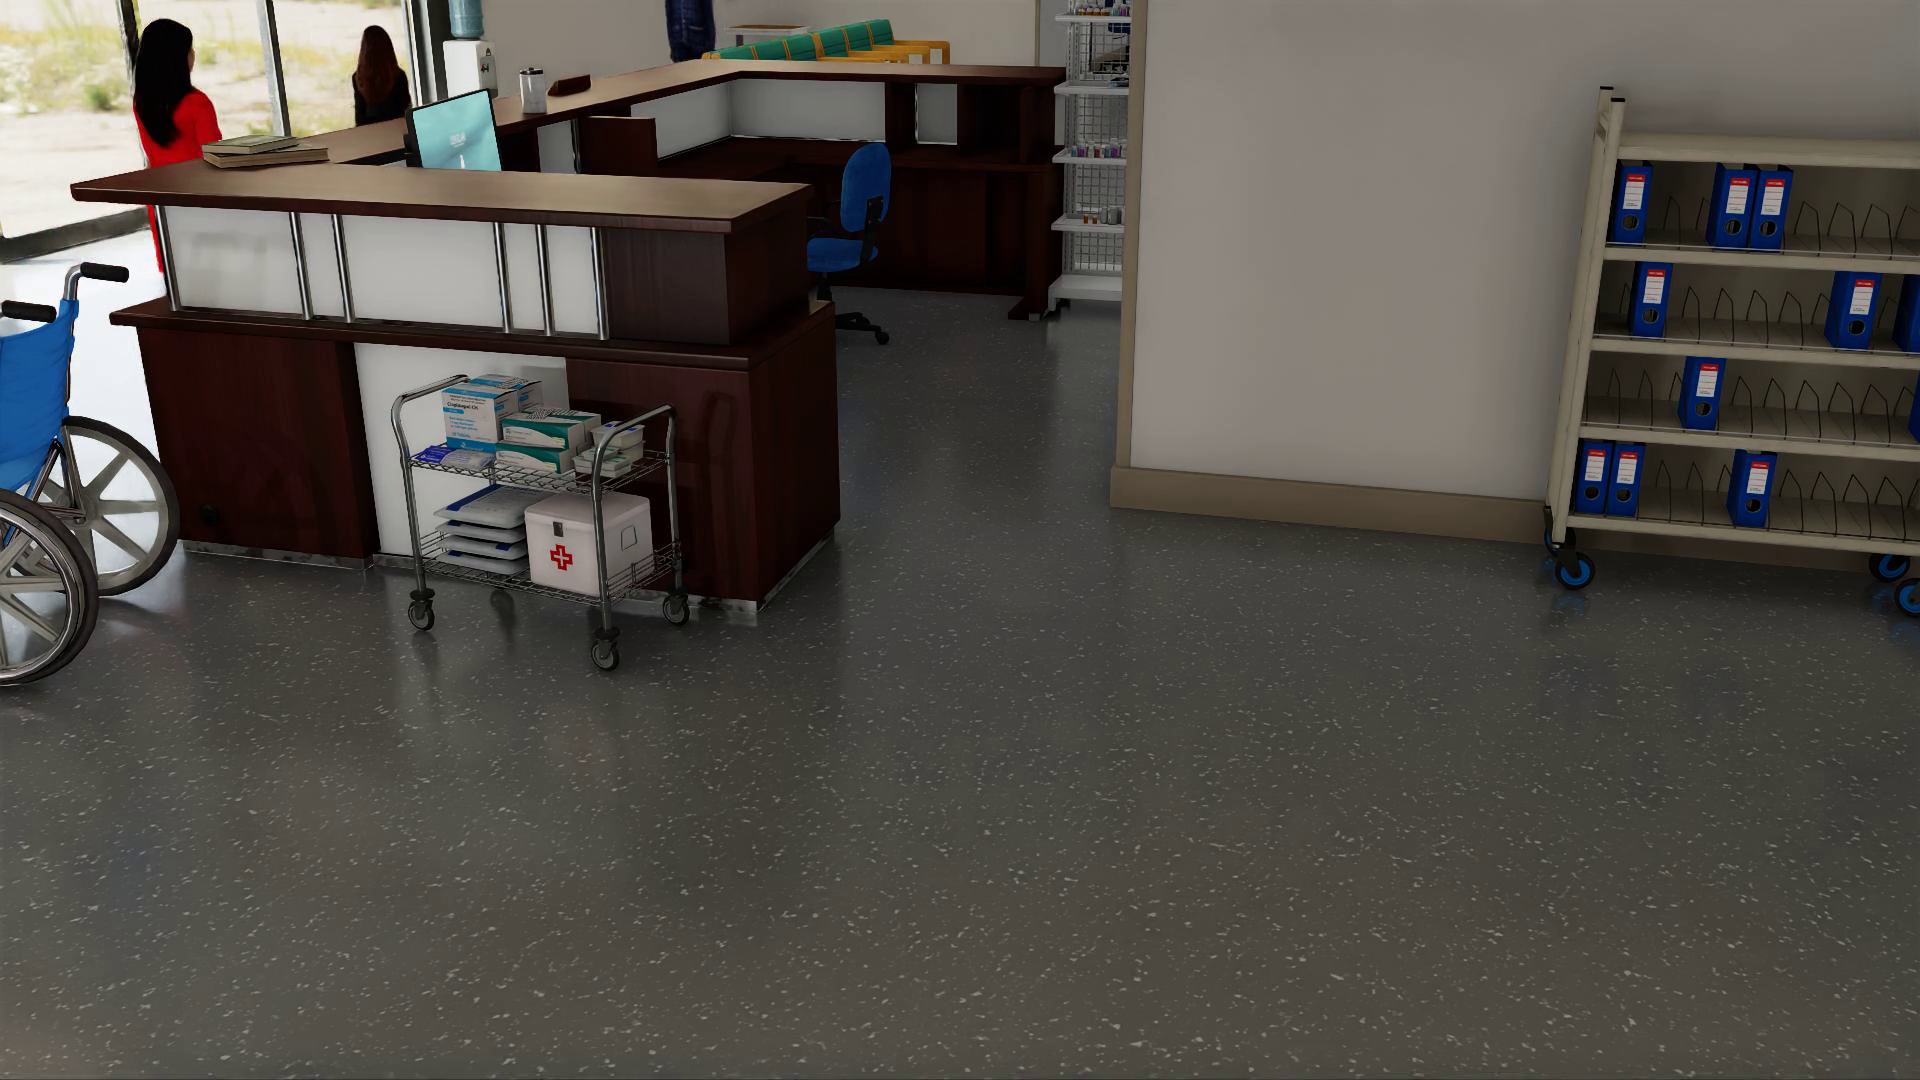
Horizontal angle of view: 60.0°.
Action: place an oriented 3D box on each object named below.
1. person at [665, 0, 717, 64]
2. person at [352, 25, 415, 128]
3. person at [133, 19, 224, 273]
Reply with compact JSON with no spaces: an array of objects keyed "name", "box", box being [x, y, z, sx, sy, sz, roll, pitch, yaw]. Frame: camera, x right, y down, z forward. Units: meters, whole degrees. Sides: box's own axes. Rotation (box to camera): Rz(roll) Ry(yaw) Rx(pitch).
[{"name":"person","box":[-2.663,-4.966,16.759,1.110,1.778,0.822,3,21,9]},{"name":"person","box":[-3.826,-2.667,11.113,0.630,1.476,0.726,0,21,1]},{"name":"person","box":[-3.452,-1.384,7.365,0.638,1.731,0.674,5,21,12]}]
